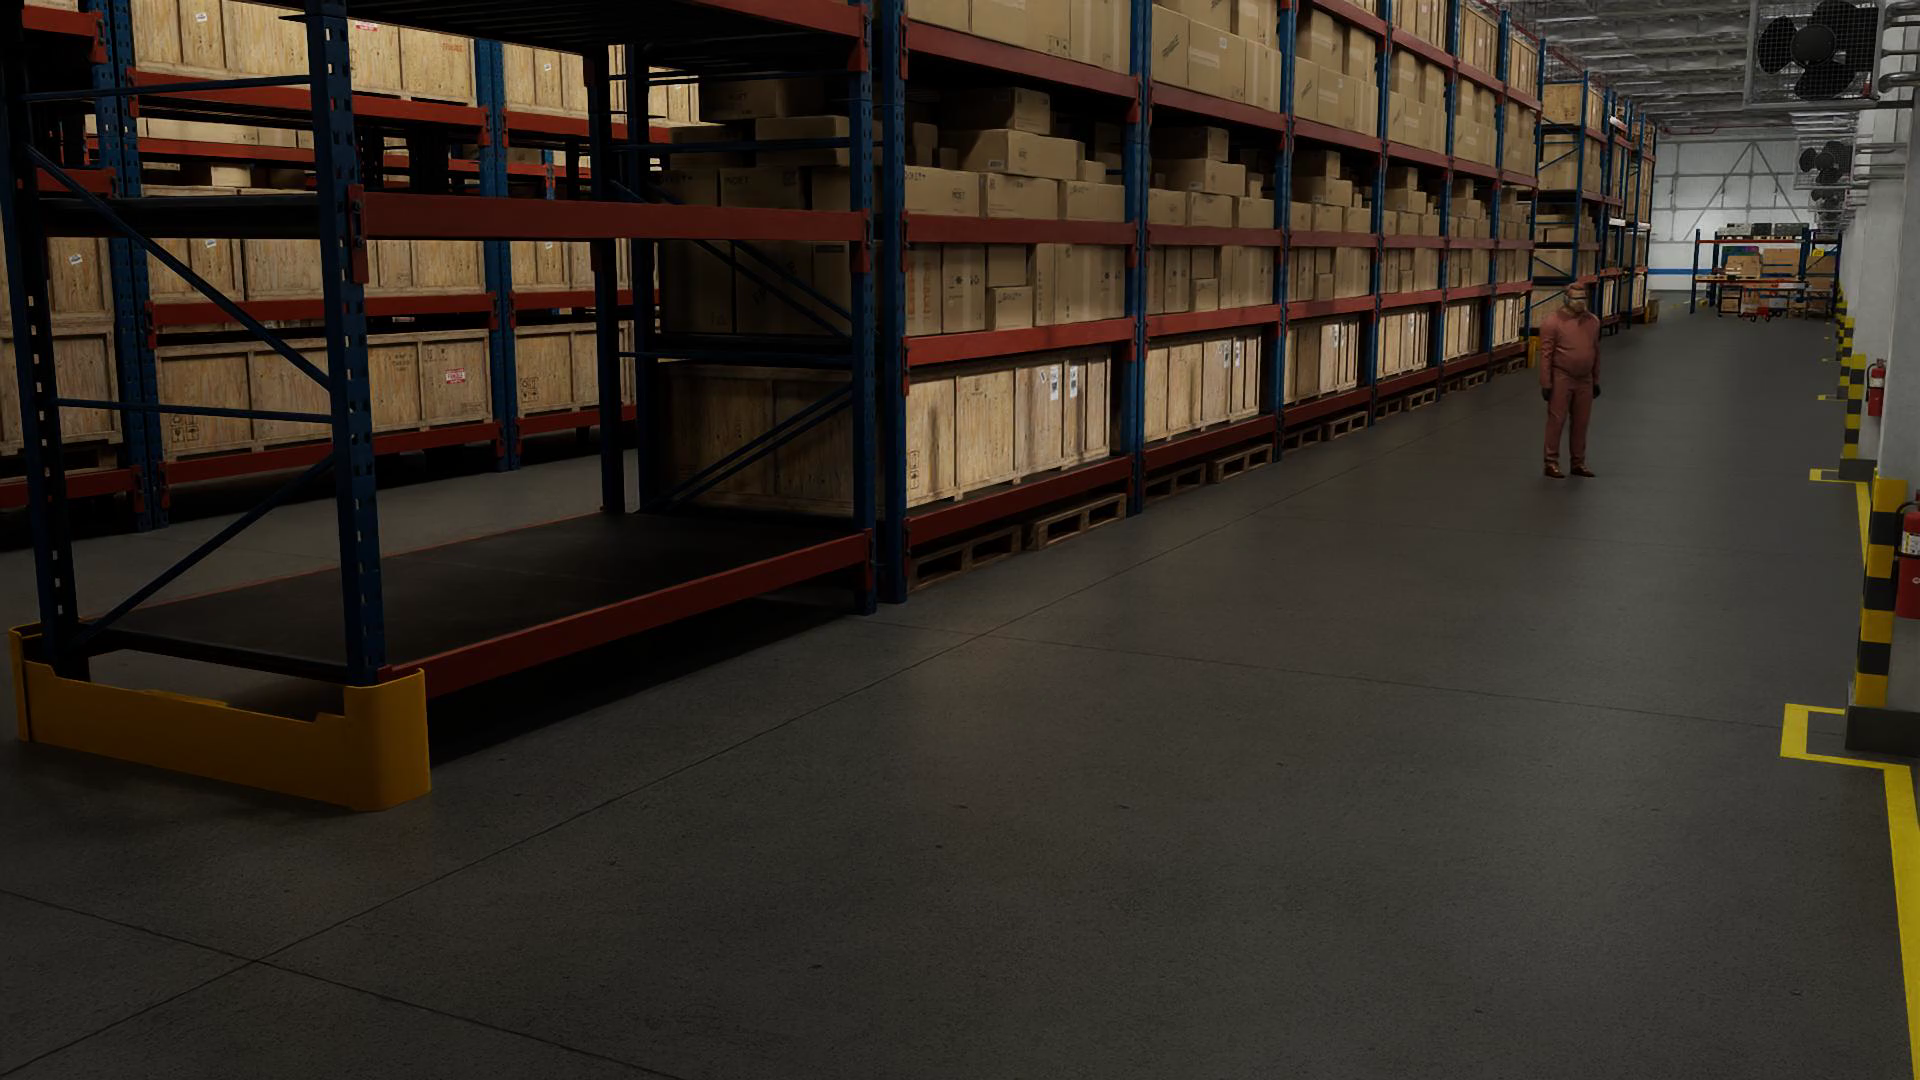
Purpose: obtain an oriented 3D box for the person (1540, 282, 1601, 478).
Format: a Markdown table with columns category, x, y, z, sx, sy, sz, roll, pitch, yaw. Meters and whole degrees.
| category | x | y | z | sx | sy | sz | roll | pitch | yaw |
| --- | --- | --- | --- | --- | --- | --- | --- | --- | --- |
| person | 5.933 | -1.543 | 16.138 | 0.649 | 1.897 | 0.399 | -3 | 10 | -16 |
